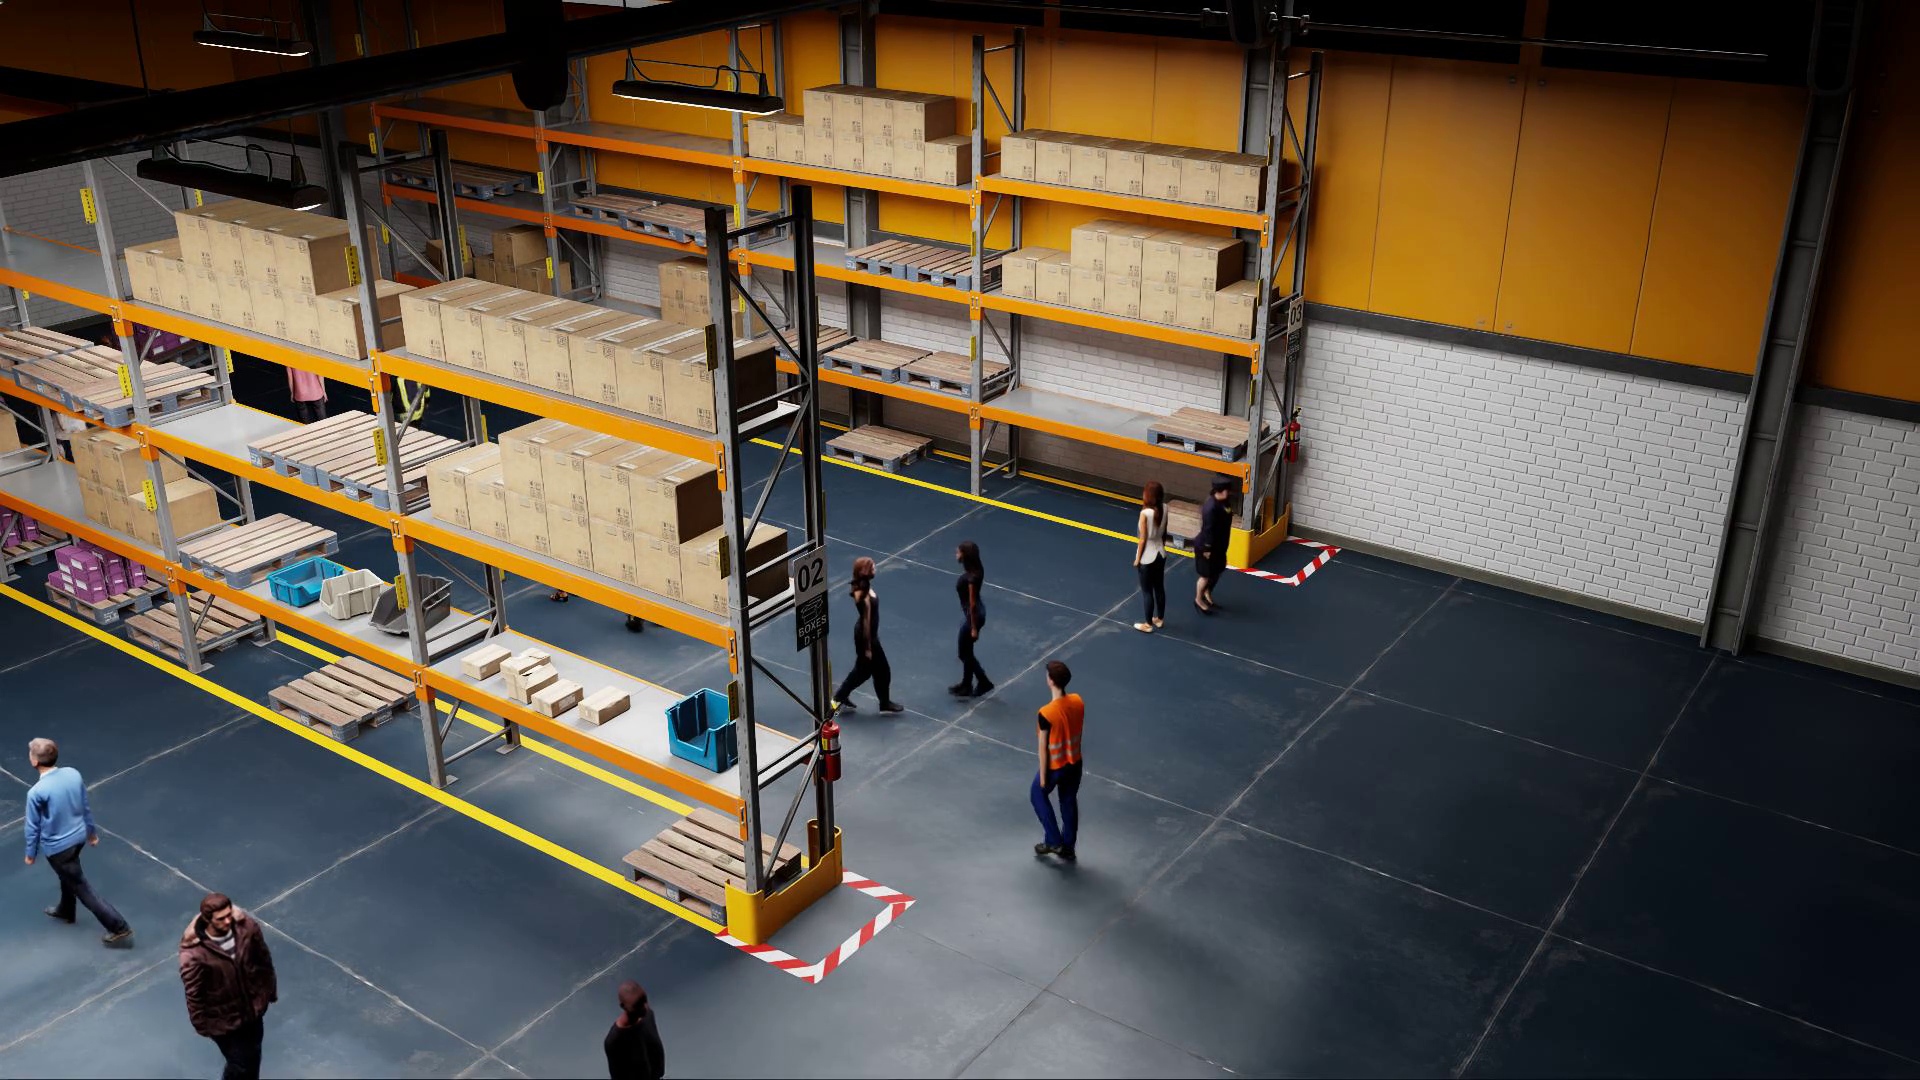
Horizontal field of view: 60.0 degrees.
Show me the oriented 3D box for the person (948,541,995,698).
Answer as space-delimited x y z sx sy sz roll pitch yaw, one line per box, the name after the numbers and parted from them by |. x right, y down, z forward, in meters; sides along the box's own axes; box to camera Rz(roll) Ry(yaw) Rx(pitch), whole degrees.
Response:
0.131 0.839 17.031 0.864 1.724 0.791 3 24 8 | person

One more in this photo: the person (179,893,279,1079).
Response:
-5.073 3.195 11.500 0.674 1.836 0.766 15 28 30 | person

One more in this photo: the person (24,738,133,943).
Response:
-7.095 2.438 13.306 1.274 1.777 0.955 6 24 13 | person

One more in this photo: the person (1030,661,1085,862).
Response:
0.930 1.950 14.306 0.783 1.871 0.788 -16 28 -32 | person

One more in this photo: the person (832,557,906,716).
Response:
-1.014 0.979 16.711 1.060 1.723 0.966 -3 24 -6 | person

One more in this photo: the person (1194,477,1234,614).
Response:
2.846 0.062 18.886 0.634 1.660 0.705 17 29 33 | person

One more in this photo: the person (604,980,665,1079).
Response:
-2.090 3.571 10.750 0.575 1.749 0.623 11 26 24 | person

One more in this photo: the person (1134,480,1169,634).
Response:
2.141 0.183 18.457 0.657 1.784 0.616 -18 30 -36 | person
